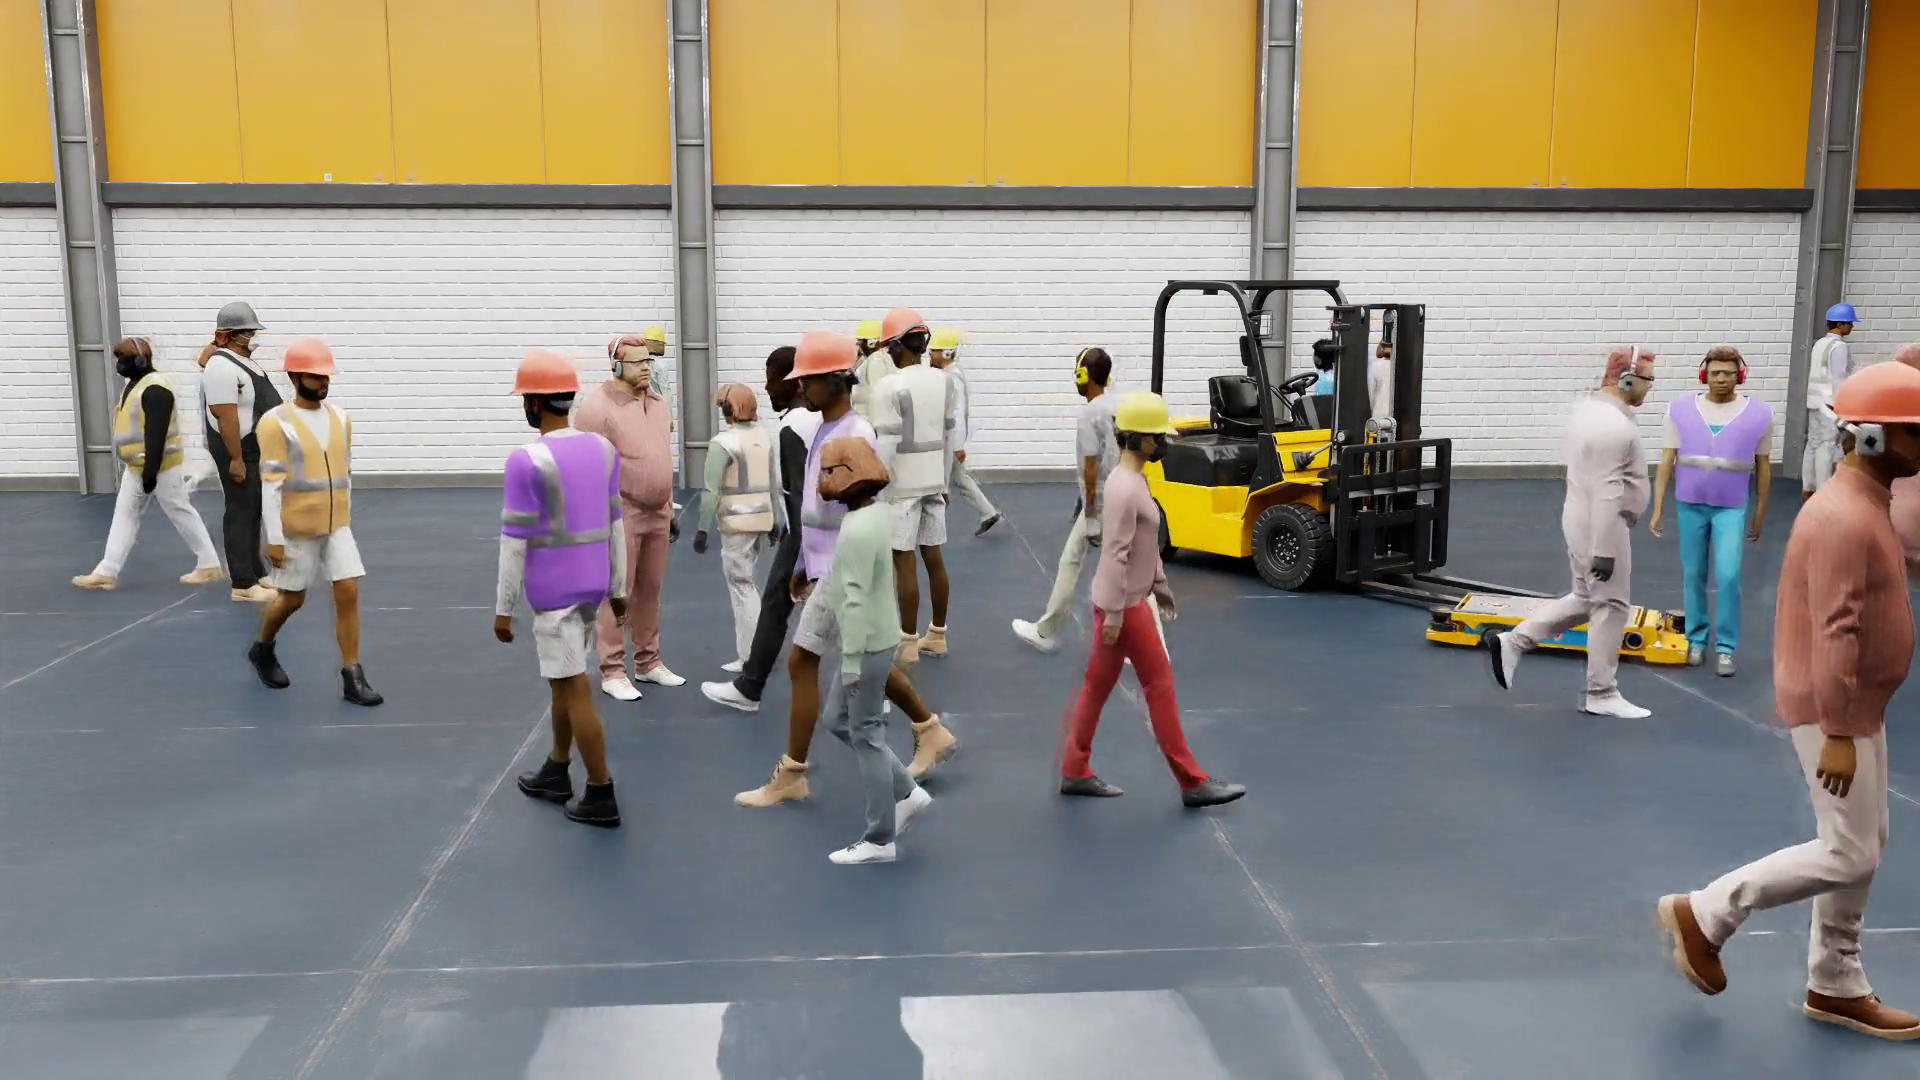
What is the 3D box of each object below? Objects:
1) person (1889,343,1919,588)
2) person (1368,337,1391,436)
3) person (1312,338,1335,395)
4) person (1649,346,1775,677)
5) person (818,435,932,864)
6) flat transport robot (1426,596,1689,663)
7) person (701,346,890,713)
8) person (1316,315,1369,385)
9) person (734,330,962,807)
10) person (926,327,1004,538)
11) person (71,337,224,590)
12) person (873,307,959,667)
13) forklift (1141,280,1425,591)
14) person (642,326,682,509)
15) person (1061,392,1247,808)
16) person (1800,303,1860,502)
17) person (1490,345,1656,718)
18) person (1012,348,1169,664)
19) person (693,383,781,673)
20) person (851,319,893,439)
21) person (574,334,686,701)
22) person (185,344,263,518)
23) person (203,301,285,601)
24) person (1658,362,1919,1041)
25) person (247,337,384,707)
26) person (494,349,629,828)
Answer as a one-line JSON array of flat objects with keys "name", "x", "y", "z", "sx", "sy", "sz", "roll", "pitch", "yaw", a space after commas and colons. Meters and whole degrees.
[{"name": "person", "x": 4.994, "y": -0.095, "z": 8.737, "sx": 0.822, "sy": 1.862, "sz": 0.640, "roll": -6, "pitch": 11, "yaw": -31}, {"name": "person", "x": 4.258, "y": -1.230, "z": 16.562, "sx": 0.507, "sy": 1.630, "sz": 0.268, "roll": -1, "pitch": 9, "yaw": -5}, {"name": "person", "x": 3.152, "y": -0.941, "z": 14.645, "sx": 0.805, "sy": 1.651, "sz": 0.564, "roll": 5, "pitch": 10, "yaw": 28}, {"name": "person", "x": 4.168, "y": -0.161, "z": 9.263, "sx": 0.582, "sy": 1.819, "sz": 0.666, "roll": 6, "pitch": 11, "yaw": 31}, {"name": "person", "x": -0.361, "y": 0.415, "z": 6.258, "sx": 0.382, "sy": 1.612, "sz": 0.575, "roll": 0, "pitch": 9, "yaw": 2}, {"name": "flat transport robot", "x": 3.564, "y": 0.509, "z": 9.899, "sx": 1.431, "sy": 0.197, "sz": 0.652, "roll": 4, "pitch": 10, "yaw": 25}, {"name": "person", "x": -0.795, "y": -0.032, "z": 8.304, "sx": 0.975, "sy": 1.856, "sz": 0.610, "roll": 3, "pitch": 9, "yaw": 17}, {"name": "person", "x": 3.610, "y": -1.215, "z": 15.699, "sx": 0.563, "sy": 1.886, "sz": 1.005, "roll": -2, "pitch": 9, "yaw": -10}, {"name": "person", "x": -0.446, "y": 0.112, "z": 7.049, "sx": 1.001, "sy": 2.008, "sz": 0.619, "roll": -2, "pitch": 9, "yaw": -14}, {"name": "person", "x": -0.063, "y": -0.876, "z": 13.842, "sx": 0.895, "sy": 1.796, "sz": 0.589, "roll": -1, "pitch": 9, "yaw": -5}, {"name": "person", "x": -5.731, "y": -0.532, "z": 11.726, "sx": 0.979, "sy": 1.783, "sz": 0.637, "roll": -8, "pitch": 12, "yaw": -41}, {"name": "person", "x": -0.292, "y": -0.298, "z": 9.452, "sx": 0.391, "sy": 2.033, "sz": 0.605, "roll": 8, "pitch": 12, "yaw": 42}, {"name": "forklift", "x": 2.301, "y": -0.860, "z": 12.475, "sx": 1.214, "sy": 2.155, "sz": 2.313, "roll": -6, "pitch": 11, "yaw": -35}, {"name": "person", "x": -2.885, "y": -1.150, "z": 15.730, "sx": 0.484, "sy": 1.737, "sz": 0.307, "roll": 6, "pitch": 11, "yaw": 34}, {"name": "person", "x": 0.811, "y": 0.260, "z": 6.910, "sx": 0.845, "sy": 1.733, "sz": 0.527, "roll": 1, "pitch": 9, "yaw": 5}, {"name": "person", "x": 8.380, "y": -1.301, "z": 16.020, "sx": 0.406, "sy": 1.947, "sz": 0.606, "roll": 1, "pitch": 9, "yaw": 6}, {"name": "person", "x": 3.094, "y": -0.033, "z": 8.286, "sx": 0.706, "sy": 1.876, "sz": 0.682, "roll": 2, "pitch": 9, "yaw": 11}, {"name": "person", "x": 0.792, "y": -0.189, "z": 9.526, "sx": 1.061, "sy": 1.804, "sz": 0.488, "roll": 7, "pitch": 12, "yaw": 39}, {"name": "person", "x": -1.224, "y": -0.058, "z": 9.237, "sx": 0.378, "sy": 1.622, "sz": 0.540, "roll": 5, "pitch": 10, "yaw": 27}, {"name": "person", "x": -0.746, "y": -1.113, "z": 15.264, "sx": 0.502, "sy": 1.816, "sz": 0.595, "roll": 1, "pitch": 9, "yaw": 4}, {"name": "person", "x": -1.710, "y": -0.126, "z": 8.770, "sx": 0.409, "sy": 1.907, "sz": 0.650, "roll": 5, "pitch": 10, "yaw": 29}, {"name": "person", "x": -6.777, "y": -0.980, "z": 15.067, "sx": 0.758, "sy": 1.606, "sz": 0.505, "roll": -2, "pitch": 9, "yaw": -10}, {"name": "person", "x": -4.854, "y": -0.613, "z": 11.404, "sx": 0.538, "sy": 2.000, "sz": 0.683, "roll": -2, "pitch": 9, "yaw": -12}, {"name": "person", "x": 2.474, "y": 0.469, "z": 4.818, "sx": 0.617, "sy": 1.974, "sz": 0.625, "roll": 6, "pitch": 11, "yaw": 35}, {"name": "person", "x": -3.411, "y": -0.102, "z": 8.660, "sx": 0.911, "sy": 1.908, "sz": 0.551, "roll": 6, "pitch": 11, "yaw": 34}, {"name": "person", "x": -1.676, "y": 0.191, "z": 6.738, "sx": 0.814, "sy": 1.911, "sz": 0.566, "roll": 5, "pitch": 11, "yaw": 31}]
